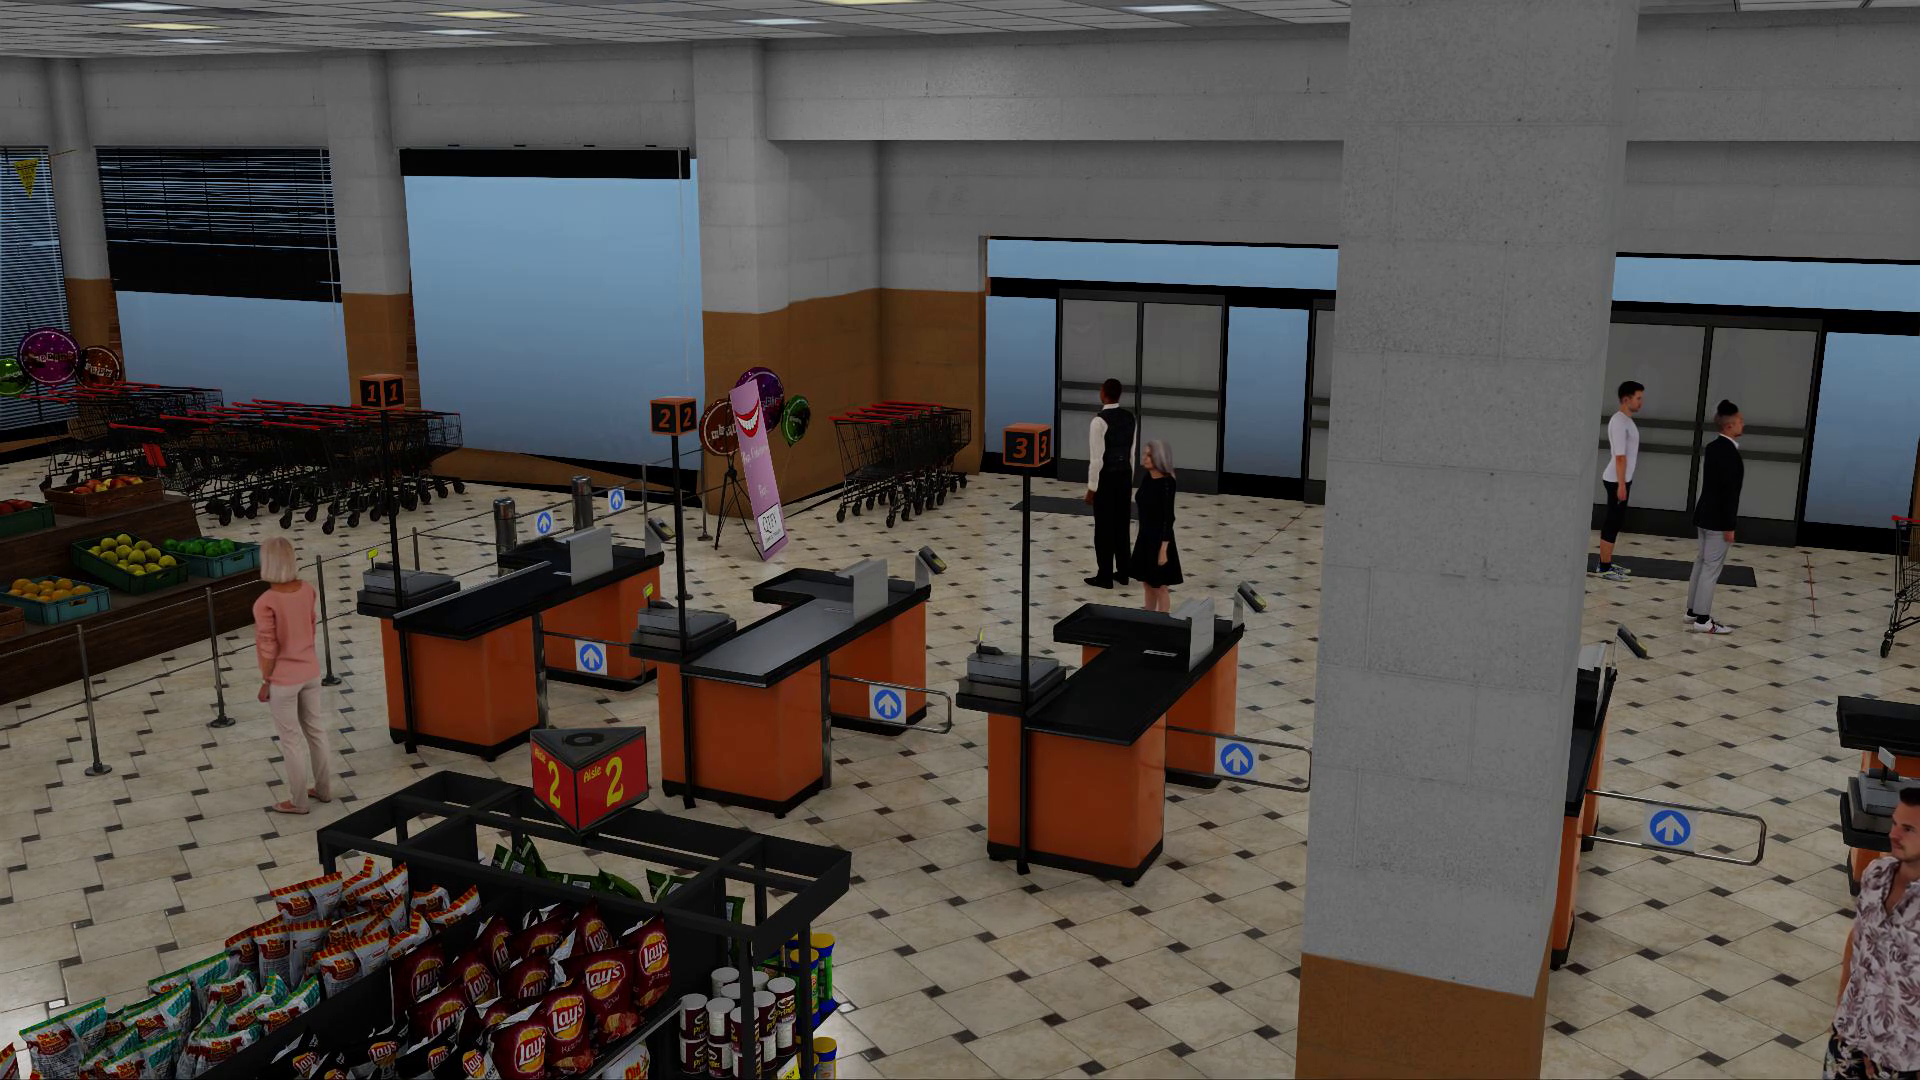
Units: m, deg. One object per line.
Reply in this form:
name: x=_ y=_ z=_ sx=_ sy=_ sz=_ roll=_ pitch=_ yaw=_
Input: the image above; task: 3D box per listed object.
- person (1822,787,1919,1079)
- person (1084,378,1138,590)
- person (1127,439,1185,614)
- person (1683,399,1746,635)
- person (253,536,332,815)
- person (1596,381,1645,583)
person: x=3.401 y=1.750 z=6.034 sx=0.807 sy=1.816 sz=0.727 roll=-4 pitch=14 yaw=-15
person: x=1.385 y=-0.522 z=15.183 sx=0.706 sy=1.919 sz=0.837 roll=-10 pitch=17 yaw=-35
person: x=1.542 y=0.058 z=13.156 sx=0.753 sy=1.747 sz=0.698 roll=-6 pitch=15 yaw=-22
person: x=6.292 y=-0.213 z=13.842 sx=0.836 sy=1.950 sz=0.640 roll=2 pitch=14 yaw=8
person: x=-4.058 y=0.811 z=10.099 sx=0.657 sy=1.724 sz=0.453 roll=6 pitch=15 yaw=23
person: x=6.131 y=-0.566 z=15.501 sx=0.727 sy=1.854 sz=0.501 roll=6 pitch=15 yaw=23
